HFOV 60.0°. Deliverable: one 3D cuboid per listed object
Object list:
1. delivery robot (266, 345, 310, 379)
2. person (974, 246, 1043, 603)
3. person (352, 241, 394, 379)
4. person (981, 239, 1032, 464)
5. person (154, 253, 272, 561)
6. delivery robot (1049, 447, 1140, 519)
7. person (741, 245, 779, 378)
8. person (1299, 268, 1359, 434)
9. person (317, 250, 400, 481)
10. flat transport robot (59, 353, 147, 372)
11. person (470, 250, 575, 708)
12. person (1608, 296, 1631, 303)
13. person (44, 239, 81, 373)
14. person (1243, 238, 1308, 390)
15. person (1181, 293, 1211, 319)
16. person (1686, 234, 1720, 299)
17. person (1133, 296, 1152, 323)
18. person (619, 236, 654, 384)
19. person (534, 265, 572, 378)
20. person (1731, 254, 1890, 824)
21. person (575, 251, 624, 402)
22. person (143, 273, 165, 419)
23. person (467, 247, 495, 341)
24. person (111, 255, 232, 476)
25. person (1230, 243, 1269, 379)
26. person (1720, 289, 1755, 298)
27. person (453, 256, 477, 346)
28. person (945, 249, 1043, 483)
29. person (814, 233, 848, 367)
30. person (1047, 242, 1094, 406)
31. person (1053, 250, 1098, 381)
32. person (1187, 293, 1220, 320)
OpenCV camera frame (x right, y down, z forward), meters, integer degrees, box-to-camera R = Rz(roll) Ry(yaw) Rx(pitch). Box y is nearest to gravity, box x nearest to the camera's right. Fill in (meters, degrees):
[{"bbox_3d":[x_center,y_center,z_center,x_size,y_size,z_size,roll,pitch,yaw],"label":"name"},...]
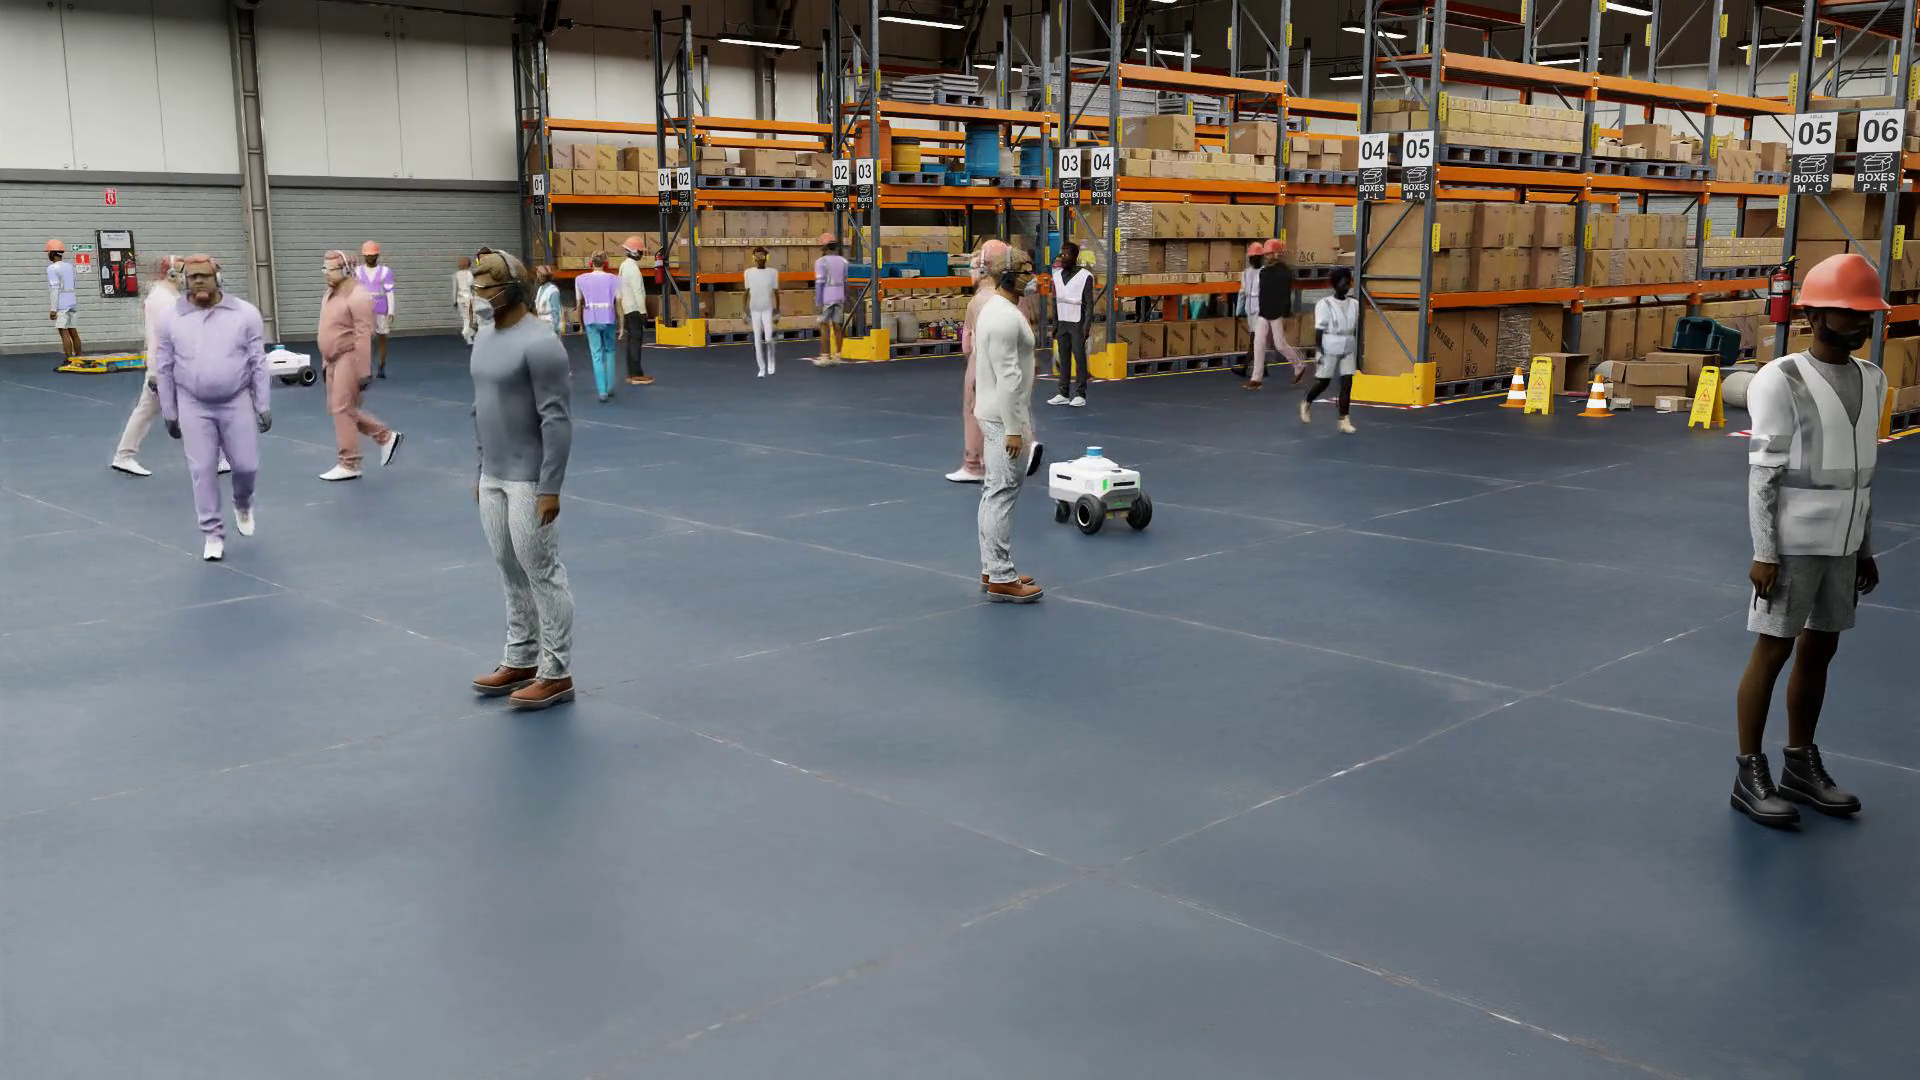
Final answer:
[{"bbox_3d":[-9.066,-2.361,22.215,0.477,0.478,0.707,8,13,36],"label":"delivery robot"},{"bbox_3d":[0.264,-0.643,9.214,0.372,1.940,0.630,-1,10,-4],"label":"person"},{"bbox_3d":[-8.161,-3.183,23.133,0.560,1.899,0.913,-2,11,-11],"label":"person"},{"bbox_3d":[0.366,-1.626,14.515,0.688,1.958,0.667,-2,11,-11],"label":"person"},{"bbox_3d":[-4.682,-0.851,10.457,0.655,1.895,0.582,-4,11,-23],"label":"person"},{"bbox_3d":[0.927,-0.404,11.544,0.477,0.478,0.707,-6,12,-31],"label":"delivery robot"},{"bbox_3d":[-2.835,-3.235,23.576,0.522,1.855,0.401,0,10,2],"label":"person"},{"bbox_3d":[3.813,-1.953,17.067,0.542,1.676,0.710,-5,11,-23],"label":"person"},{"bbox_3d":[-5.018,-1.450,13.766,0.641,1.880,0.653,-9,13,-39],"label":"person"},{"bbox_3d":[-12.635,-2.664,24.898,0.652,0.197,1.431,5,12,25],"label":"flat transport robot"},{"bbox_3d":[-1.887,-0.258,7.117,0.355,1.936,0.635,-10,14,-43],"label":"person"},{"bbox_3d":[12.058,-4.314,30.101,0.677,1.606,0.535,-7,13,-34],"label":"person"},{"bbox_3d":[-13.237,-3.447,24.504,0.374,1.939,0.545,1,10,5],"label":"person"},{"bbox_3d":[4.171,-2.969,21.838,0.895,1.968,0.622,-6,12,-29],"label":"person"},{"bbox_3d":[3.990,-4.058,28.431,0.903,1.720,0.548,-6,12,-28],"label":"person"},{"bbox_3d":[13.284,-4.455,29.766,0.680,2.025,0.613,-8,13,-38],"label":"person"},{"bbox_3d":[4.025,-5.680,36.622,0.602,1.958,0.369,8,13,37],"label":"person"},{"bbox_3d":[-4.421,-3.123,22.610,0.415,1.986,0.638,-5,12,-26],"label":"person"},{"bbox_3d":[-5.175,-2.670,21.083,0.379,1.625,0.557,-7,12,-33],"label":"person"},{"bbox_3d":[2.937,0.002,5.700,0.545,1.938,0.355,-4,11,-22],"label":"person"},{"bbox_3d":[-4.404,-2.616,20.327,0.554,1.801,0.837,-3,11,-17],"label":"person"},{"bbox_3d":[-8.417,-2.040,17.725,0.521,1.617,0.690,-4,11,-20],"label":"person"},{"bbox_3d":[-5.646,-2.585,20.029,0.517,1.865,0.323,-4,11,-20],"label":"person"},{"bbox_3d":[-6.609,-1.448,13.890,1.070,1.852,0.652,-5,11,-24],"label":"person"},{"bbox_3d":[4.100,-3.221,23.413,0.953,1.883,0.561,-8,13,-36],"label":"person"},{"bbox_3d":[14.617,-4.670,31.275,0.737,1.901,0.597,-7,13,-34],"label":"person"},{"bbox_3d":[-8.935,-4.311,30.053,0.521,1.618,0.592,3,11,15],"label":"person"},{"bbox_3d":[0.267,-1.398,13.452,0.719,1.886,0.659,4,11,23],"label":"person"},{"bbox_3d":[-2.011,-3.682,25.546,0.625,2.022,0.448,-9,14,-42],"label":"person"},{"bbox_3d":[1.331,-2.553,19.684,0.590,1.919,0.395,10,14,44],"label":"person"},{"bbox_3d":[1.629,-3.124,23.146,0.600,1.793,0.614,-10,14,-43],"label":"person"},{"bbox_3d":[4.357,-4.453,29.824,1.018,2.000,0.690,-7,13,-34],"label":"person"}]
